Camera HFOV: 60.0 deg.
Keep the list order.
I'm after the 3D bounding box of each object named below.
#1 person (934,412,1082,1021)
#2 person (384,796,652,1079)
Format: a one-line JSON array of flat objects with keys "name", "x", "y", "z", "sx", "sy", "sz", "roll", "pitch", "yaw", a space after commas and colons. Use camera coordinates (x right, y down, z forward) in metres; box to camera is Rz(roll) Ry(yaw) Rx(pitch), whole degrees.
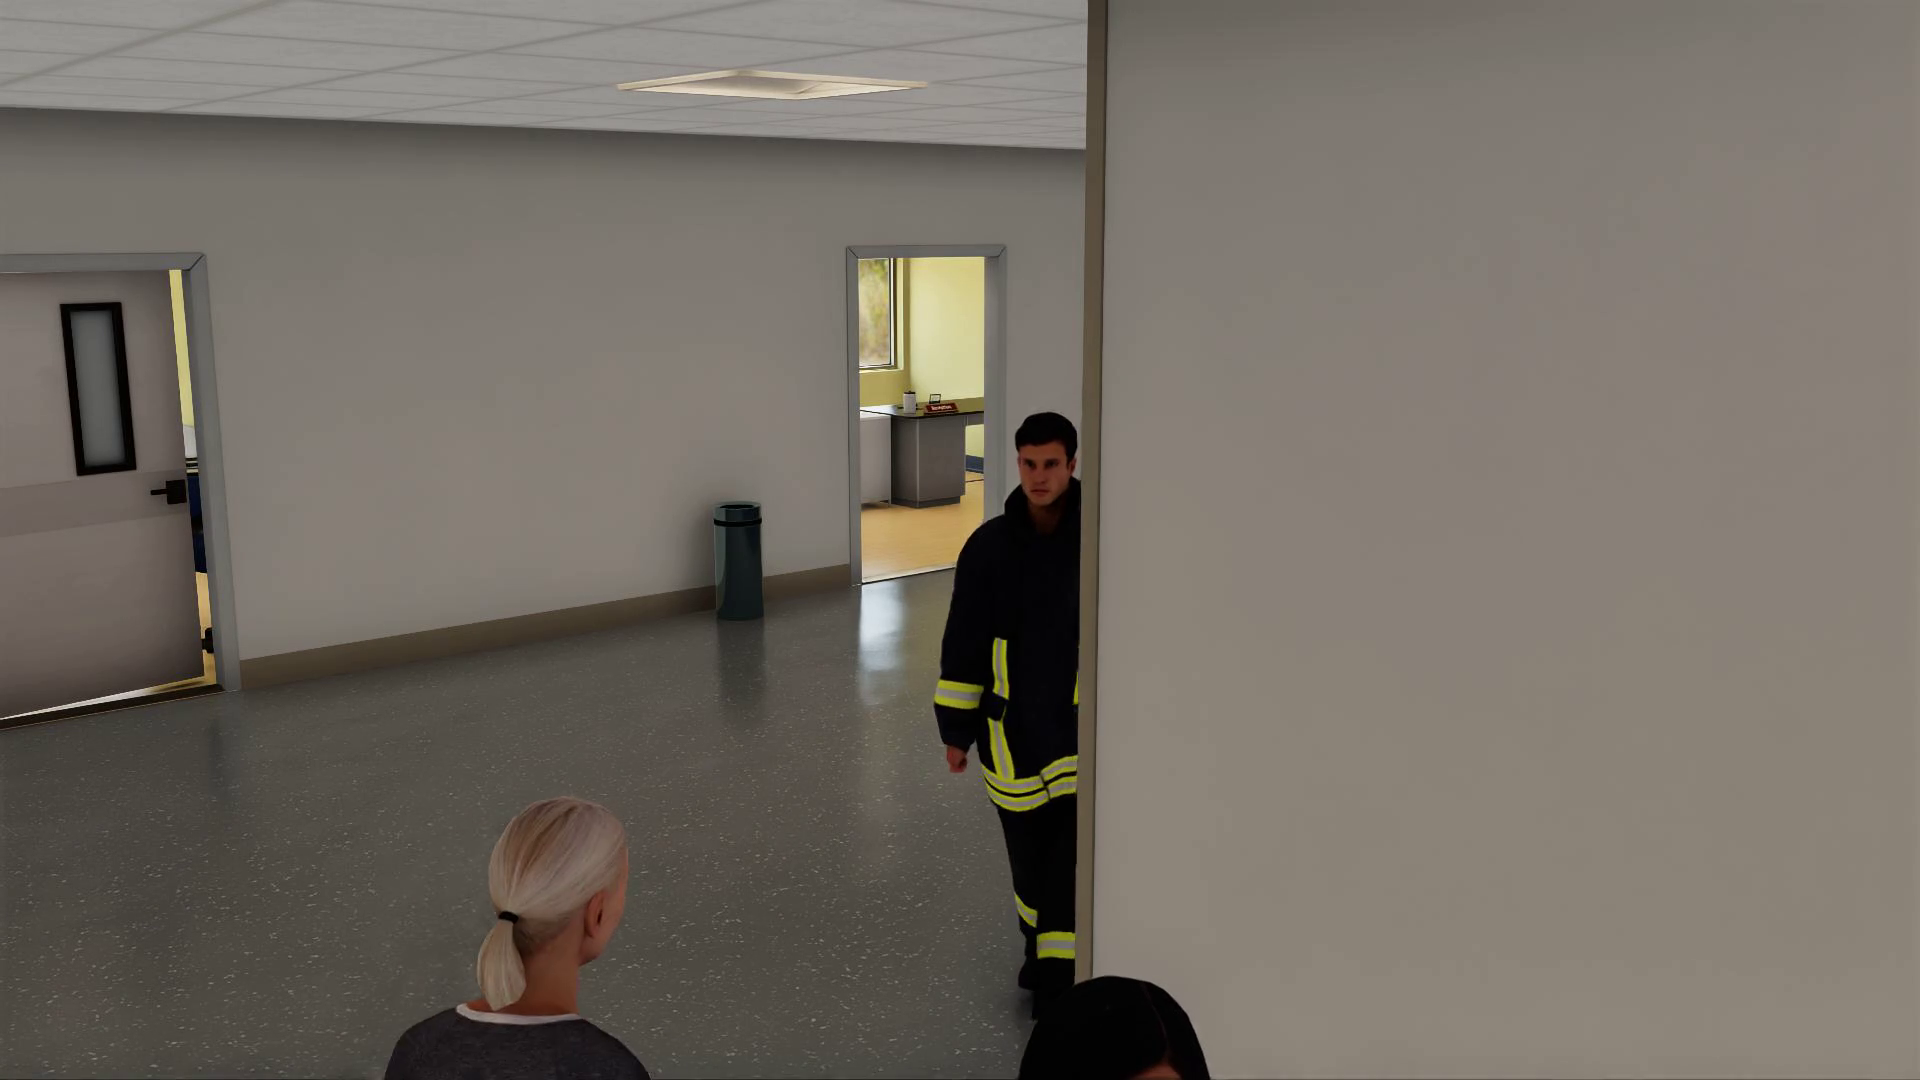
[{"name": "person", "x": 0.286, "y": 0.551, "z": 5.155, "sx": 1.190, "sy": 1.885, "sz": 1.306, "roll": 2, "pitch": 11, "yaw": 12}, {"name": "person", "x": -0.606, "y": 1.239, "z": 2.145, "sx": 1.012, "sy": 1.654, "sz": 1.216, "roll": 3, "pitch": 11, "yaw": 15}]
